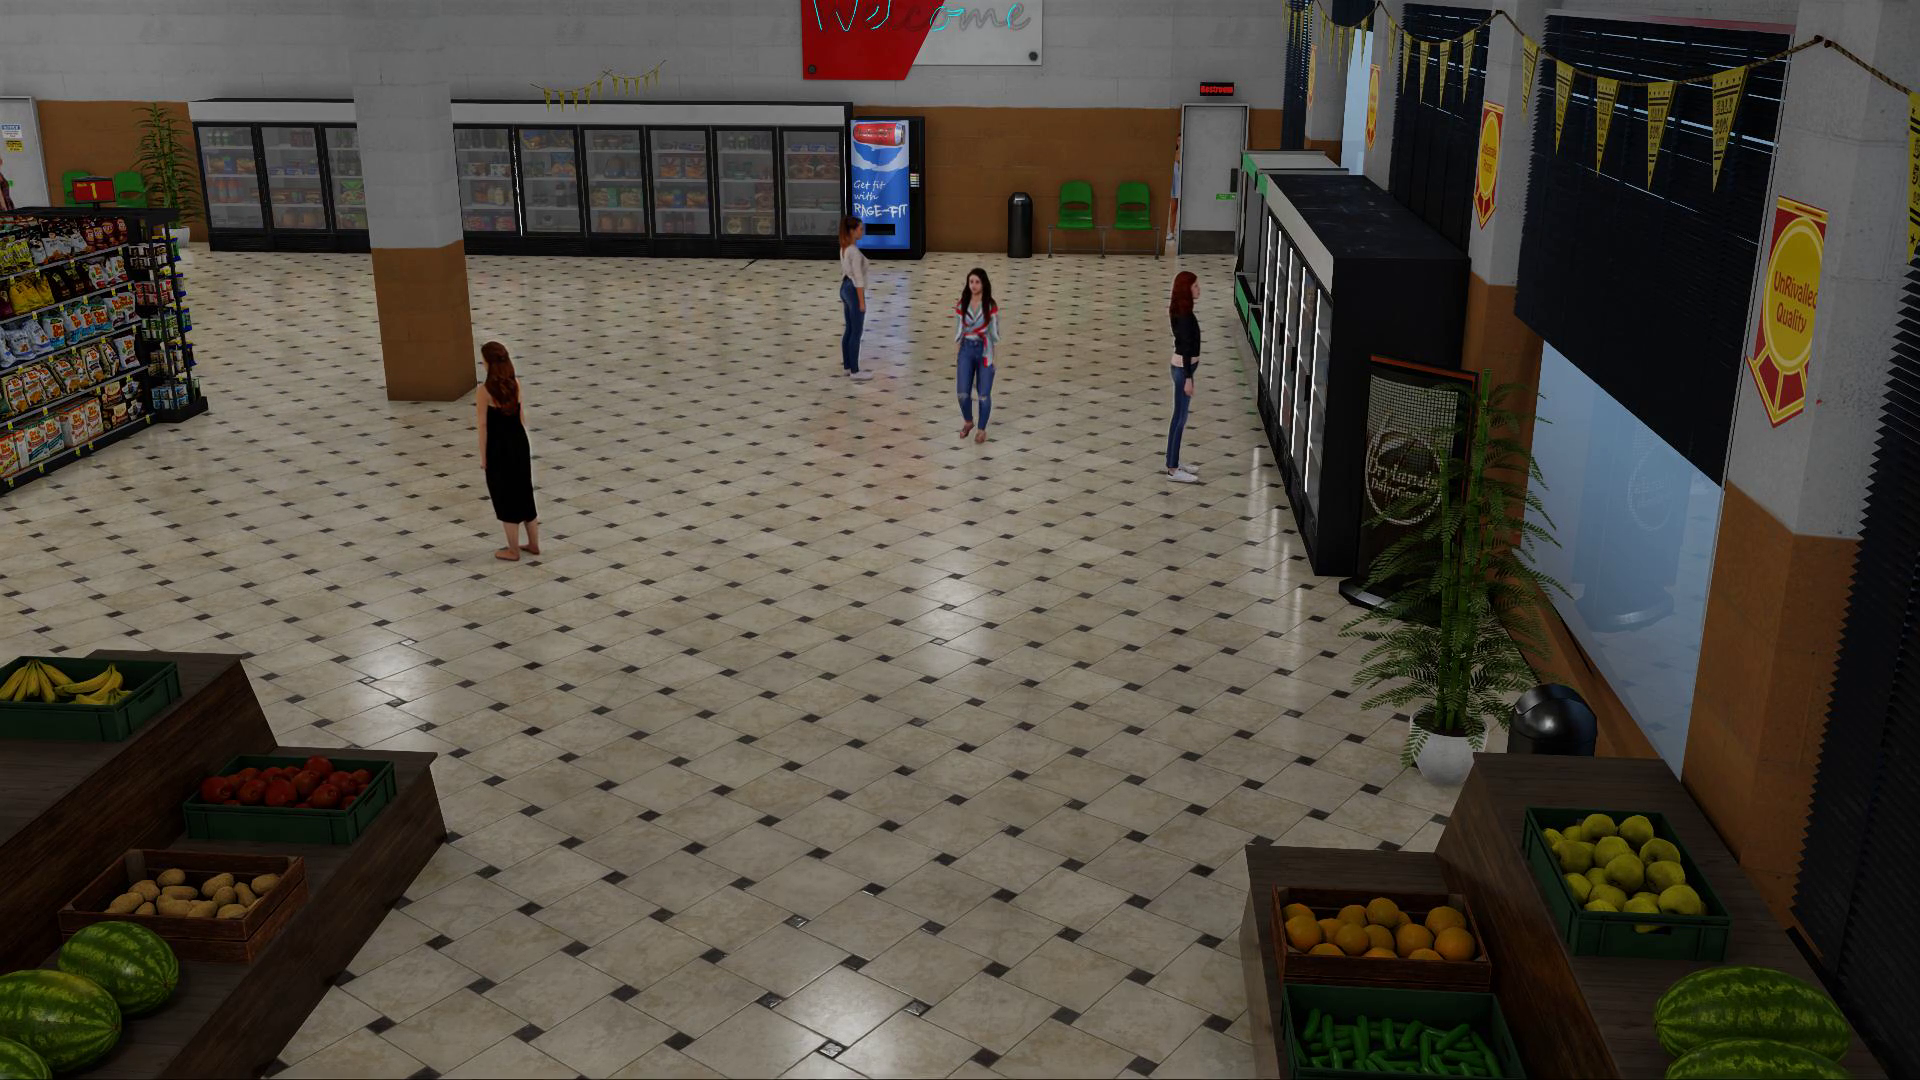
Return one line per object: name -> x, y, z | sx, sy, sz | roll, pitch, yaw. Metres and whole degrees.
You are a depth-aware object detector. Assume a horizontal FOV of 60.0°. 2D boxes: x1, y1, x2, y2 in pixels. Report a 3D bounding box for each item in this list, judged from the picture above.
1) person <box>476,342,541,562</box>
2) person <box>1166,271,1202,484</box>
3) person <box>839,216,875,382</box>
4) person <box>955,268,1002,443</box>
person -> -3.313, -0.647, 12.177 | 0.722, 1.619, 0.645 | 14, 23, 36
person -> 1.903, -1.390, 14.118 | 0.647, 1.787, 0.480 | 3, 19, 8
person -> -1.146, -2.584, 17.760 | 0.738, 1.723, 0.600 | -7, 20, -19
person -> 0.184, -1.715, 15.370 | 0.613, 1.603, 0.575 | 3, 19, 10
